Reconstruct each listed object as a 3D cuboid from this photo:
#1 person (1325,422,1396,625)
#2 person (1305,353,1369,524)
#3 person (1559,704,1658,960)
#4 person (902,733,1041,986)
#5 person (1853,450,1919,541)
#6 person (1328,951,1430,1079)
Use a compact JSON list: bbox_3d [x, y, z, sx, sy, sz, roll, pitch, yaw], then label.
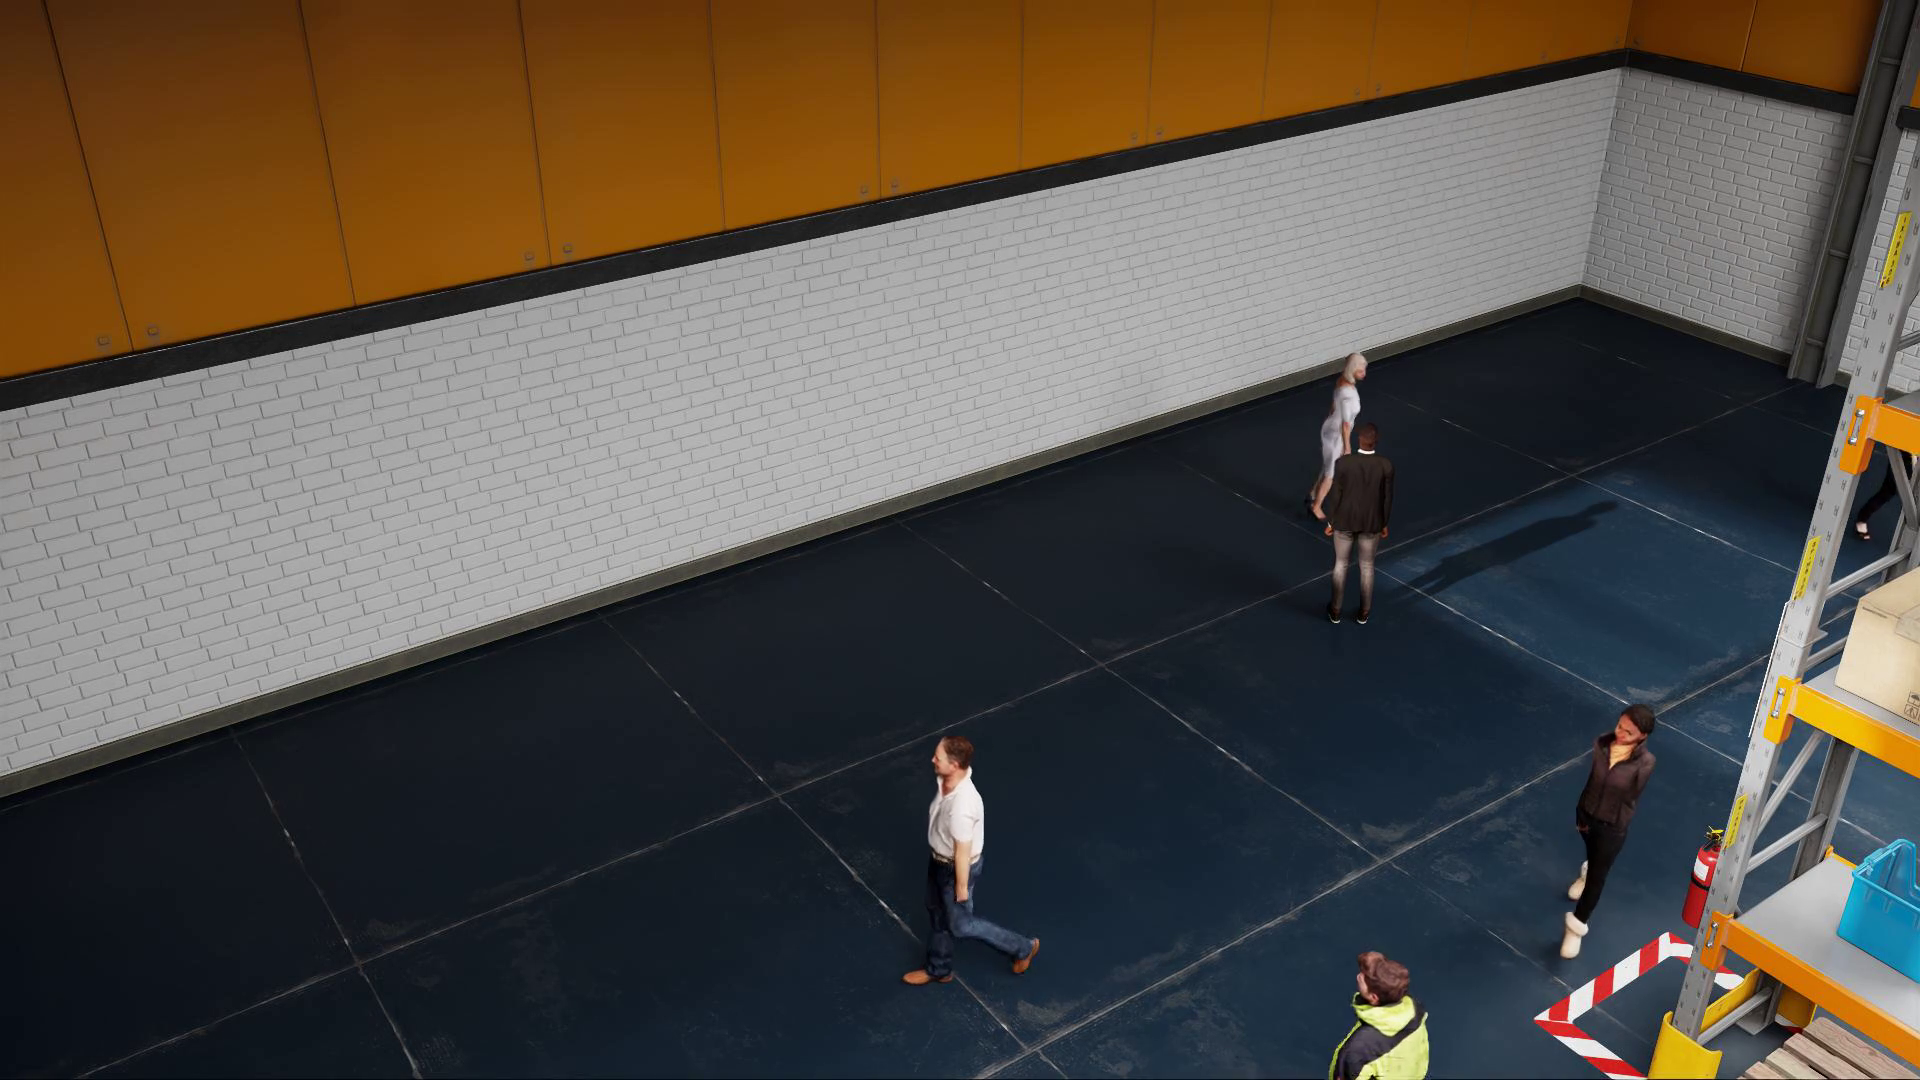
[{"bbox_3d":[3.273,-0.136,13.648,0.736,1.799,0.790,4,29,8],"label":"person"},{"bbox_3d":[3.389,-0.939,15.208,0.825,1.714,0.761,-3,29,-5],"label":"person"},{"bbox_3d":[3.915,1.774,10.298,1.040,1.652,0.683,11,31,19],"label":"person"},{"bbox_3d":[0.072,1.920,9.840,1.041,1.836,1.117,-3,29,-6],"label":"person"},{"bbox_3d":[8.337,-0.653,14.709,0.756,1.690,1.123,-10,30,-17],"label":"person"},{"bbox_3d":[2.045,2.814,8.064,0.829,1.967,0.876,-24,37,-37],"label":"person"}]
